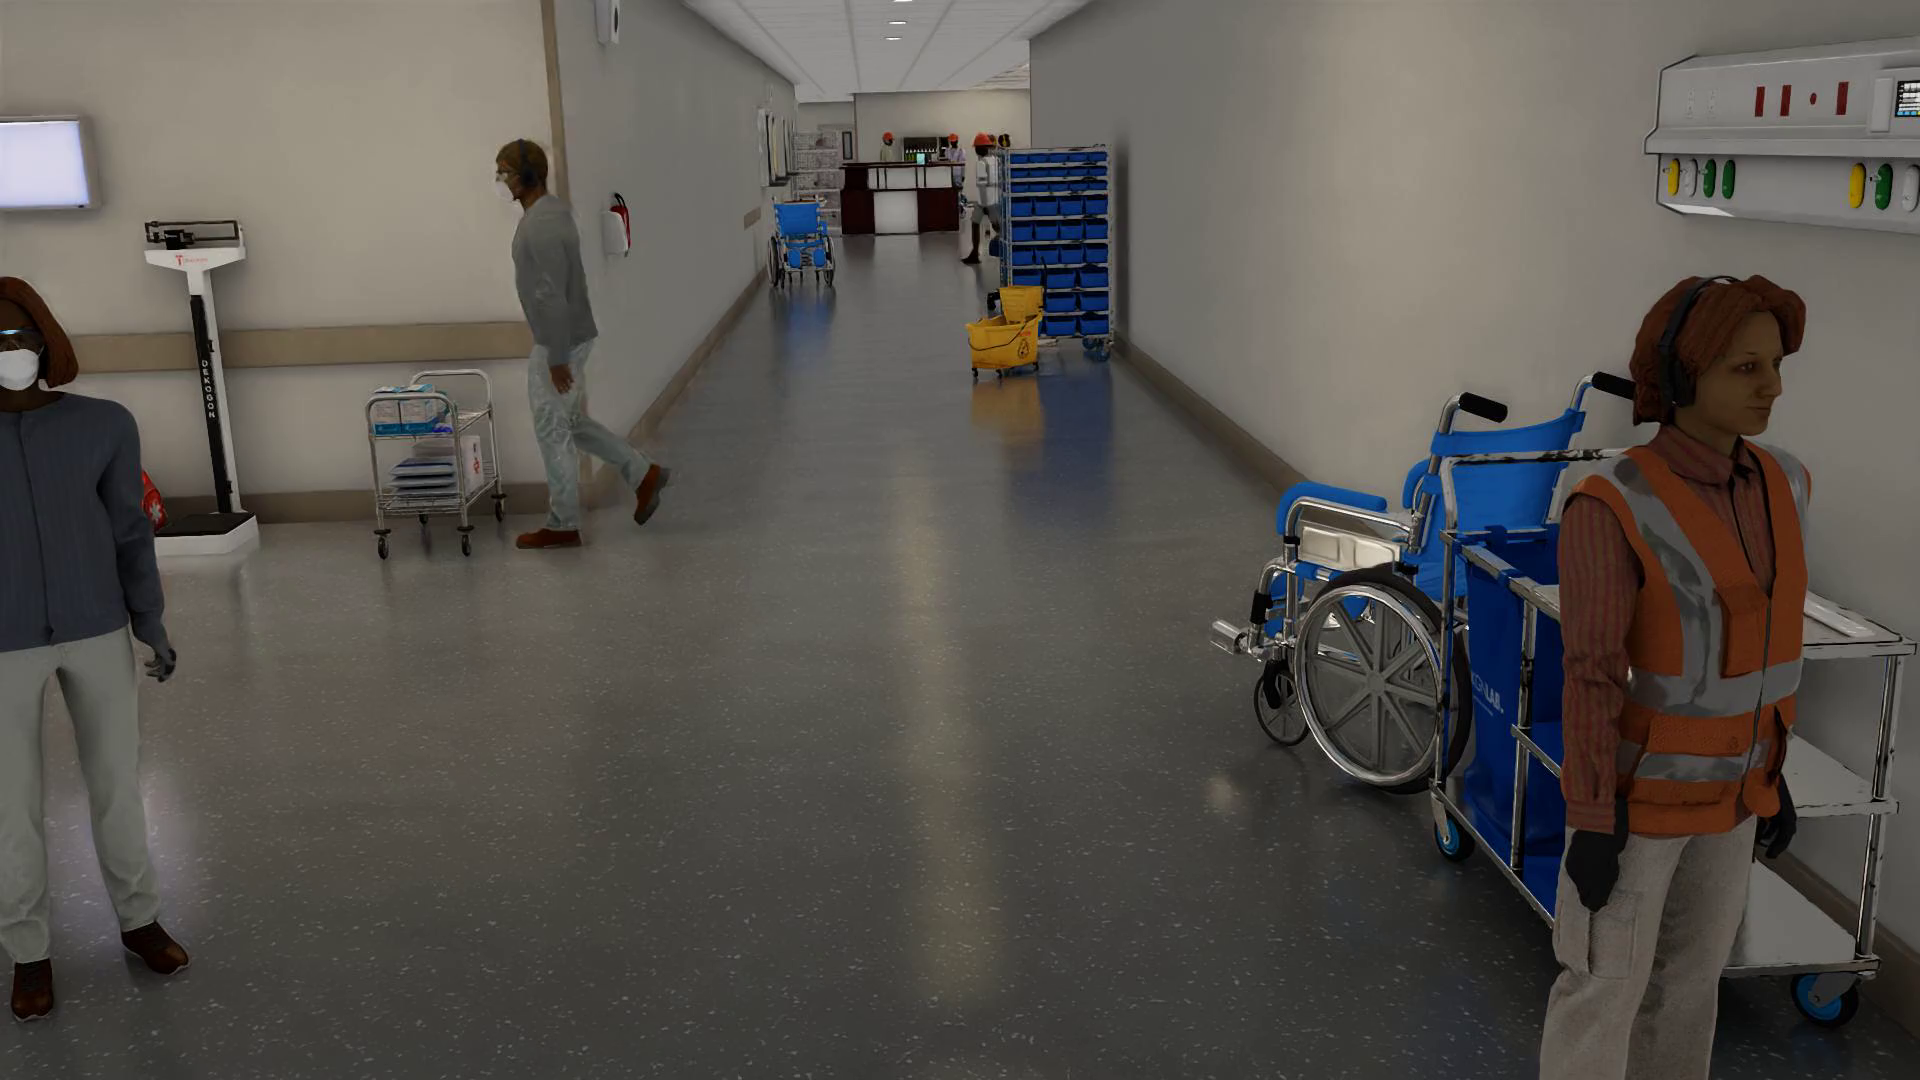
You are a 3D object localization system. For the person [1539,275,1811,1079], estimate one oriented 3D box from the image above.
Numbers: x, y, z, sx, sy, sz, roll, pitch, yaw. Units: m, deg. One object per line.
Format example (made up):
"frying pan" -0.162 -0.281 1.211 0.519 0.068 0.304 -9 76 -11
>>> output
"person" 1.115 0.410 2.603 0.514 1.641 0.309 -10 16 -31

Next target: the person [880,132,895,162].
"person" -1.726 -8.780 39.971 0.391 1.990 0.621 -6 14 -19

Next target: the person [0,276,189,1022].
"person" -2.022 0.236 3.701 0.498 1.634 0.278 -13 18 -39

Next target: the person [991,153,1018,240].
"person" 0.922 -6.201 29.897 0.858 1.594 0.501 -15 19 -43

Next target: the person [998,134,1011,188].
"person" 0.877 -6.895 32.162 0.323 1.876 0.528 -1 14 2

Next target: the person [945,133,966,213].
"person" -0.123 -8.944 40.596 0.545 1.929 0.390 6 15 27

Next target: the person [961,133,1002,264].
"person" 0.449 -4.987 24.330 0.905 1.906 0.544 7 16 32

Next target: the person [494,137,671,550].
"person" -1.784 -0.916 7.817 0.684 1.922 0.643 -4 14 -11

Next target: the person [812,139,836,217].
"person" -3.331 -8.788 40.477 0.660 1.872 0.661 -13 17 -38

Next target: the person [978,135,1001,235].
"person" 0.599 -6.663 31.273 0.520 1.865 0.332 2 14 16
